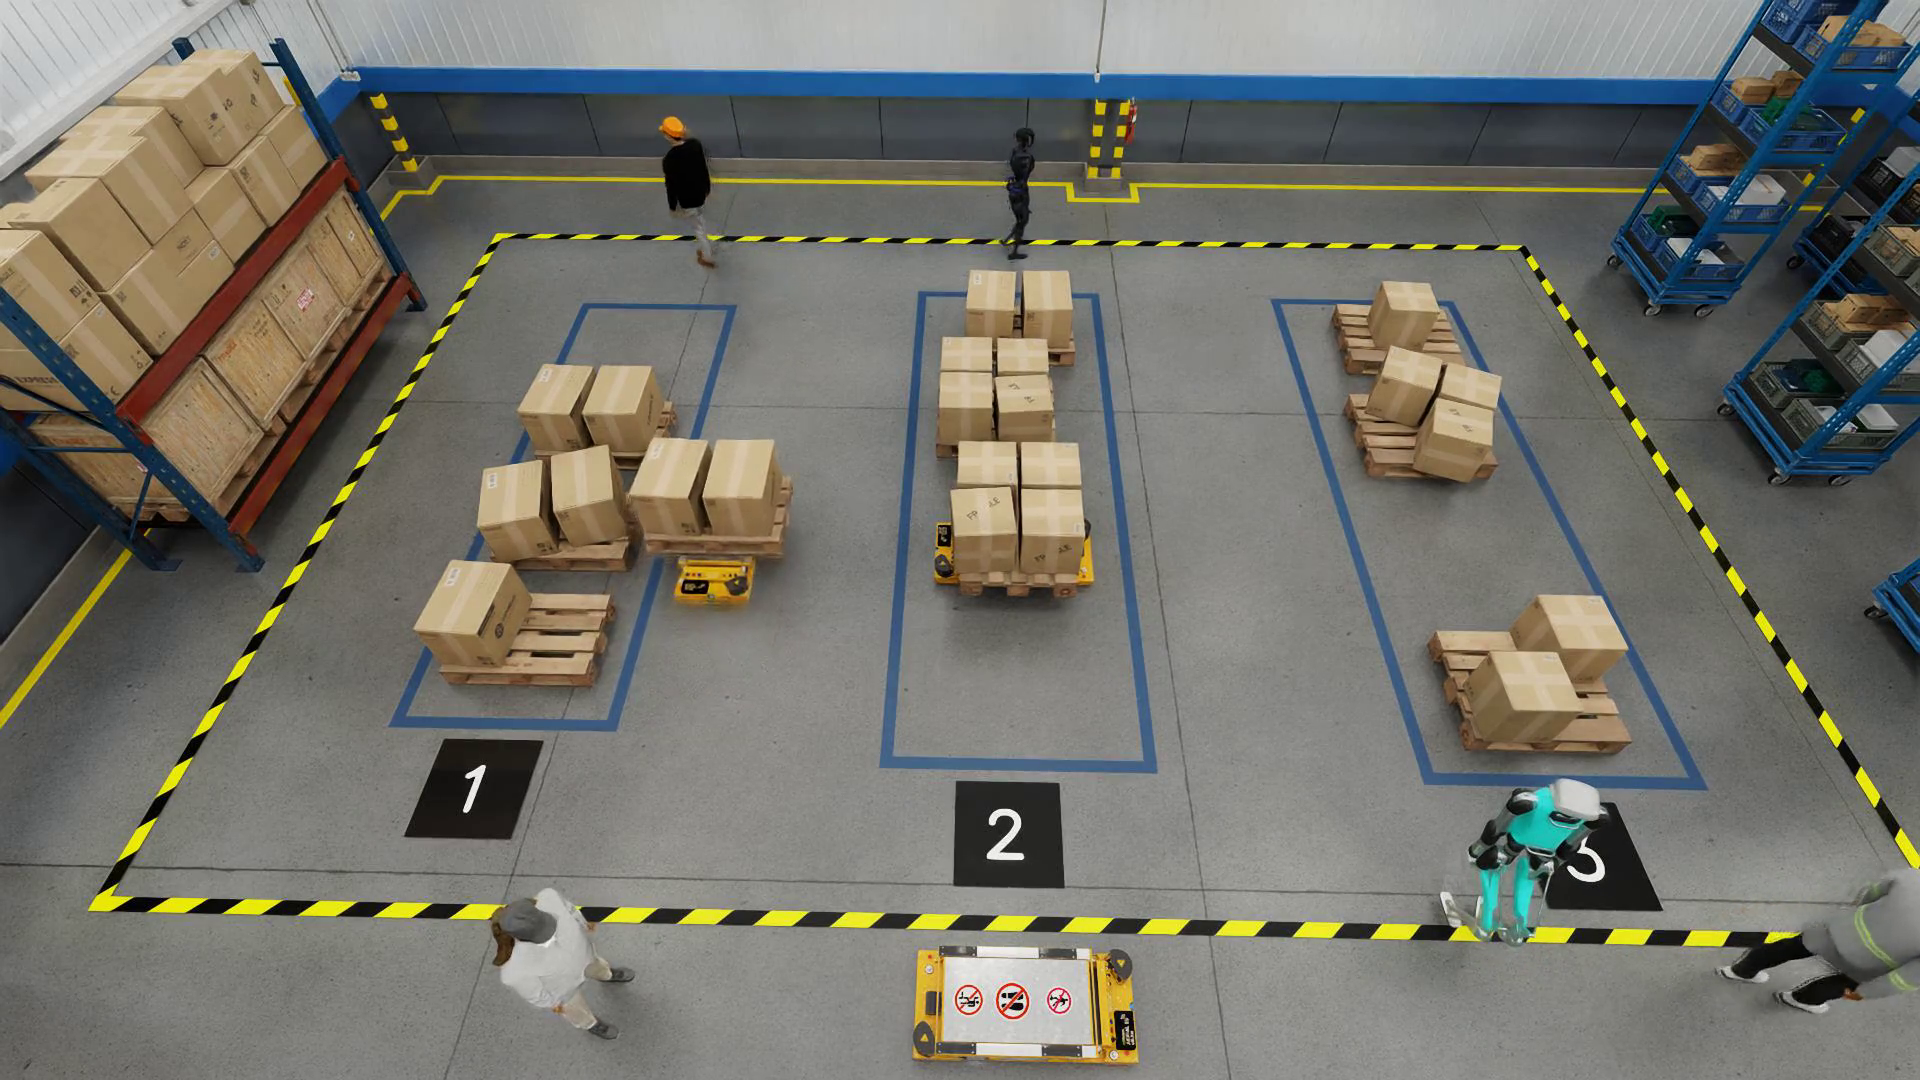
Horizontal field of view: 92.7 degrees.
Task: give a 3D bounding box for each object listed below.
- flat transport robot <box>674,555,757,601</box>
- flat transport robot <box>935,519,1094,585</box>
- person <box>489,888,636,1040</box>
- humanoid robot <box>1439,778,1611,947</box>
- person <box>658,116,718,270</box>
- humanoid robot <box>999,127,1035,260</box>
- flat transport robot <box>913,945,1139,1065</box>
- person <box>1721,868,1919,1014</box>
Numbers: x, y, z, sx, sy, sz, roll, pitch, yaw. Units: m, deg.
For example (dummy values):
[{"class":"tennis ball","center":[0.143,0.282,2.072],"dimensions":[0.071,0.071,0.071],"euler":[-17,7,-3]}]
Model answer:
[{"class":"flat transport robot","center":[-2.189,-0.072,8.526],"dimensions":[0.652,0.197,1.431],"euler":[1,51,1]},{"class":"flat transport robot","center":[0.493,0.087,8.397],"dimensions":[1.431,0.197,0.652],"euler":[1,51,1]},{"class":"person","center":[-2.368,2.522,5.465],"dimensions":[0.404,1.762,0.561],"euler":[6,51,5]},{"class":"humanoid robot","center":[3.491,2.139,5.707],"dimensions":[0.533,1.677,0.735],"euler":[10,51,8]},{"class":"person","center":[-3.228,-4.045,10.749],"dimensions":[0.578,1.869,0.607],"euler":[22,54,17]},{"class":"humanoid robot","center":[0.703,-4.102,10.920],"dimensions":[0.364,1.642,0.611],"euler":[-6,51,-5]},{"class":"flat transport robot","center":[0.422,3.041,6.007],"dimensions":[1.431,0.231,0.659],"euler":[1,51,1]},{"class":"person","center":[5.500,2.437,5.491],"dimensions":[0.721,1.826,0.602],"euler":[2,51,2]}]
